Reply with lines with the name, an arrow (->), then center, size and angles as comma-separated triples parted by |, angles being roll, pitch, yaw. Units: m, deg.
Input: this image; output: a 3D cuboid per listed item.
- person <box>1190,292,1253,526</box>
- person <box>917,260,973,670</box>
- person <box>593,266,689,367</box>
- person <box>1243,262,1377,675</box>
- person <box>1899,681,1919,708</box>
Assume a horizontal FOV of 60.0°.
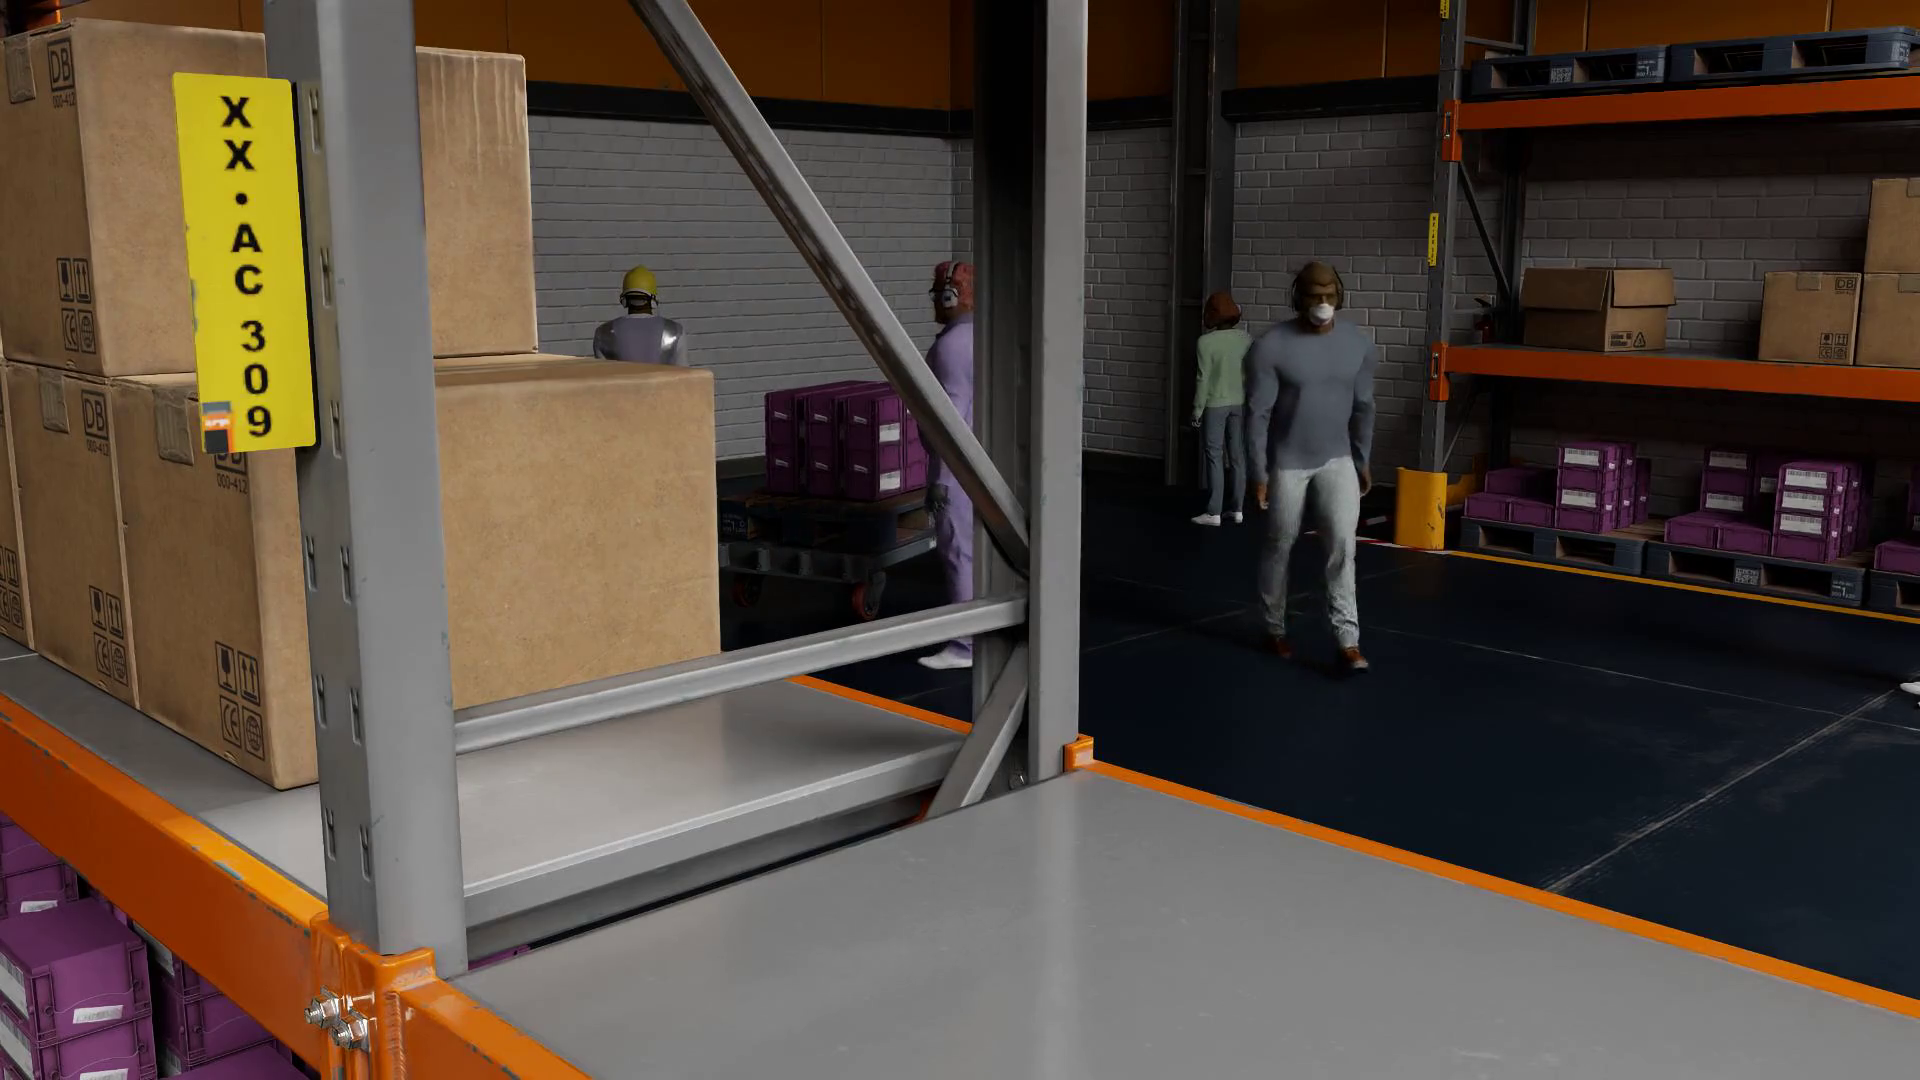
person -> 1.827, -0.915, 11.646 | 0.498, 1.633, 0.283 | -7, 12, -33
person -> -0.003, -0.345, 7.798 | 0.403, 1.905, 0.651 | 4, 11, 23
person -> -1.944, -0.763, 10.271 | 0.588, 1.833, 0.404 | -2, 11, -9
person -> 1.635, -0.316, 7.666 | 0.687, 1.895, 0.935 | -1, 10, -7
person -> 4.285, -0.217, 7.071 | 0.397, 1.918, 0.588 | 3, 11, 16
